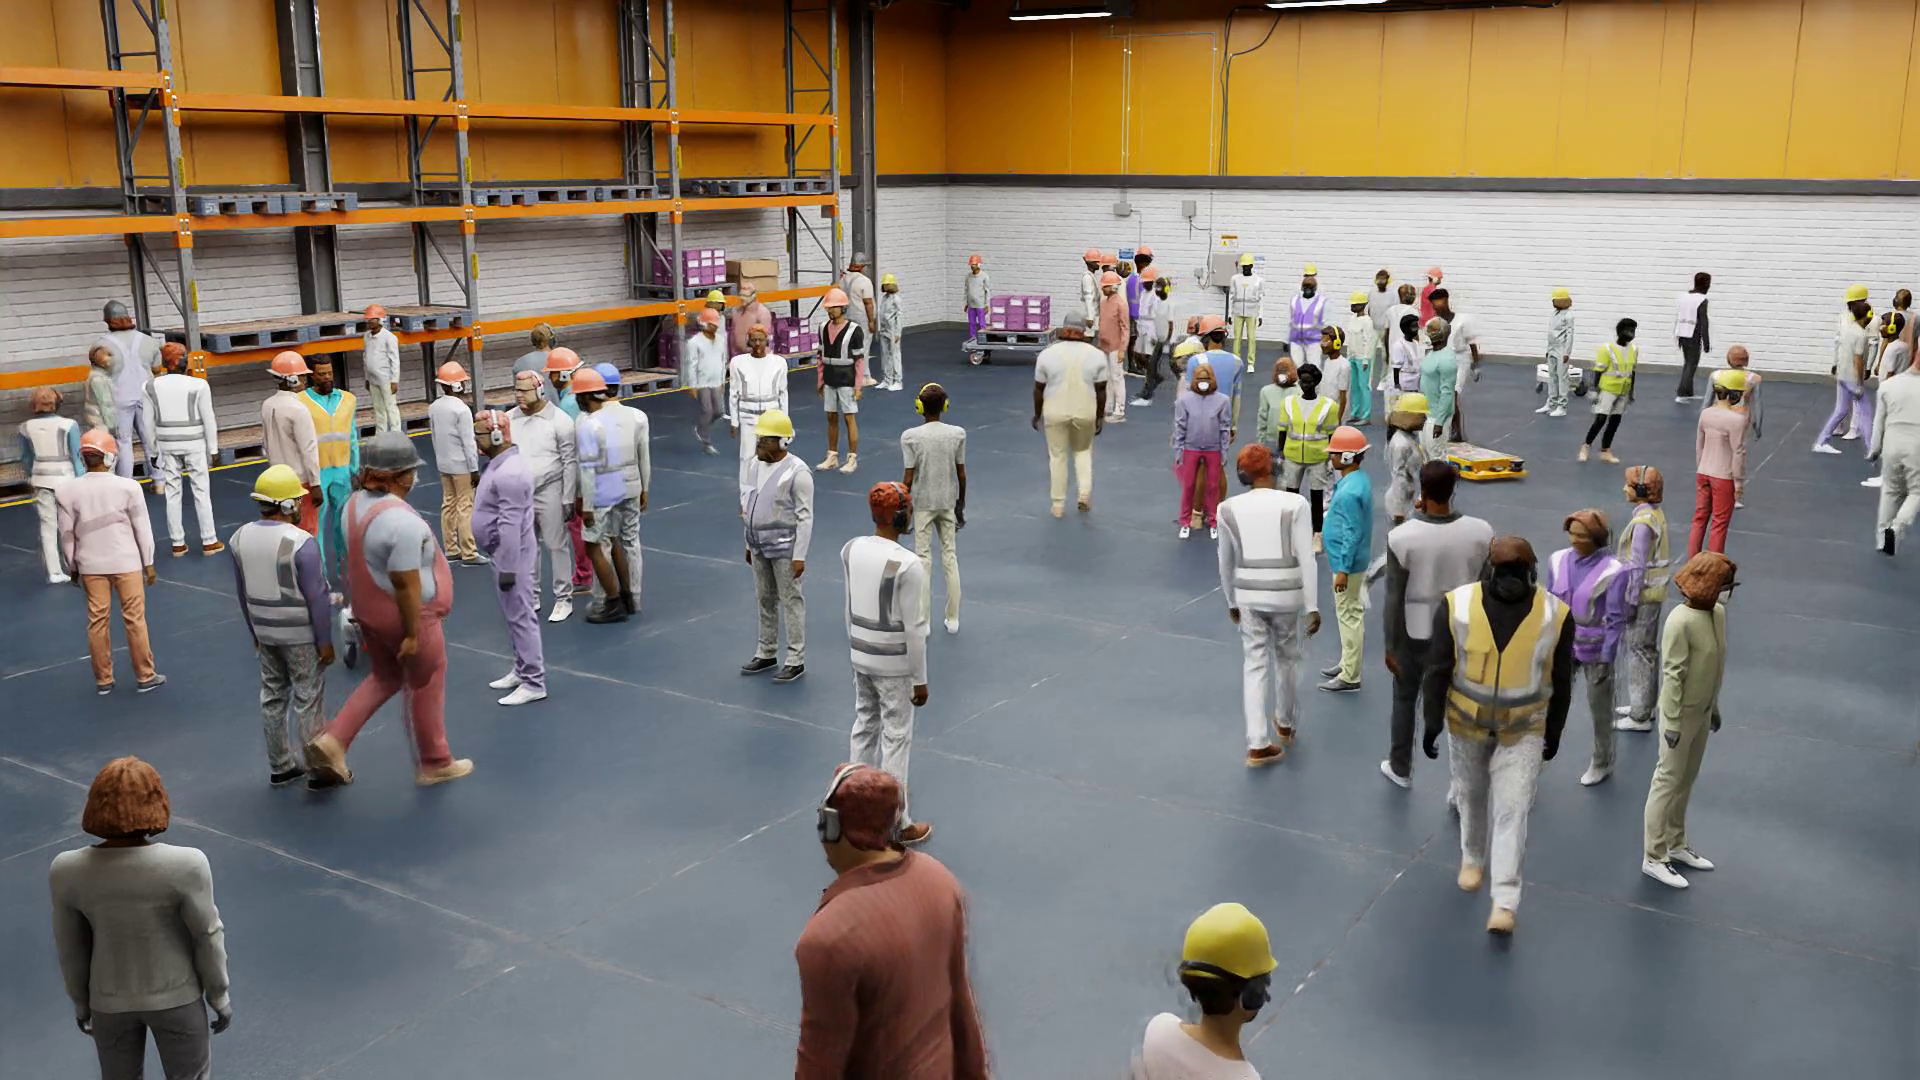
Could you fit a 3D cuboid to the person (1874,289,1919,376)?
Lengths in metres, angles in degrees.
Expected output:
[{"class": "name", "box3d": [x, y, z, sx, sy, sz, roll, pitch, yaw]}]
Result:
[{"class": "person", "box3d": [11.750, -2.225, 20.886, 0.505, 1.846, 0.346, -2, 13, -8]}]

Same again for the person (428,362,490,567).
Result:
[{"class": "person", "box3d": [-4.290, -0.649, 14.241, 0.560, 1.756, 0.318, 11, 17, 39]}]

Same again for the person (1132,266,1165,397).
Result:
[{"class": "person", "box3d": [2.771, -3.035, 24.265, 0.490, 1.910, 0.551, -6, 14, -24]}]

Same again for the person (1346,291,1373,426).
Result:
[{"class": "person", "box3d": [5.194, -2.375, 21.736, 0.349, 1.758, 0.522, -4, 13, -15]}]

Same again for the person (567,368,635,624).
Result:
[{"class": "person", "box3d": [-2.723, -0.339, 12.558, 0.437, 1.918, 0.554, 4, 14, 17]}]

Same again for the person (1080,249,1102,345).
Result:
[{"class": "person", "box3d": [2.085, -3.568, 26.276, 0.378, 2.041, 0.616, 1, 13, 6]}]

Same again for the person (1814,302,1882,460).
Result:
[{"class": "person", "box3d": [10.513, -1.868, 19.426, 0.734, 1.816, 0.598, 2, 13, 10]}]

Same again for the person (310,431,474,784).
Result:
[{"class": "person", "box3d": [-3.146, 0.396, 9.090, 0.682, 2.000, 0.789, 12, 17, 41]}]

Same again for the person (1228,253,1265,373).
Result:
[{"class": "person", "box3d": [4.643, -3.683, 27.029, 0.584, 1.927, 0.367, 5, 14, 21]}]

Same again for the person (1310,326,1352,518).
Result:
[{"class": "person", "box3d": [3.620, -1.149, 16.188, 0.324, 1.866, 0.498, -2, 13, -10]}]

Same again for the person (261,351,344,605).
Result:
[{"class": "person", "box3d": [-5.156, -0.470, 12.946, 0.608, 1.995, 0.376, 10, 16, 37]}]

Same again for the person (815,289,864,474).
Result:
[{"class": "person", "box3d": [-1.342, -1.749, 18.384, 0.606, 2.045, 0.389, 9, 16, 33]}]

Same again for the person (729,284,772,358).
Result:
[{"class": "person", "box3d": [-2.698, -2.342, 21.338, 0.662, 1.875, 0.632, 10, 17, 38]}]

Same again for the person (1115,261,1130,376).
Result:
[{"class": "person", "box3d": [2.543, -3.553, 26.676, 0.349, 1.837, 0.502, -1, 13, -6]}]

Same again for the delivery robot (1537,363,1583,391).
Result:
[{"class": "delivery robot", "box3d": [8.836, -2.453, 24.496, 0.477, 0.478, 0.707, -4, 13, -15]}]

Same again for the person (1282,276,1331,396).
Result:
[{"class": "person", "box3d": [4.852, -2.788, 23.353, 0.650, 1.833, 0.533, 8, 15, 30]}]

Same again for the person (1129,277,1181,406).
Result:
[{"class": "person", "box3d": [2.901, -2.784, 23.393, 0.993, 1.821, 0.524, -6, 14, -23]}]

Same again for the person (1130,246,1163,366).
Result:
[{"class": "person", "box3d": [2.996, -3.757, 27.128, 0.614, 2.034, 0.408, -6, 14, -24]}]

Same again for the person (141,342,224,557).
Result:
[{"class": "person", "box3d": [-6.807, -0.790, 14.571, 0.577, 1.885, 0.349, -2, 13, -9]}]

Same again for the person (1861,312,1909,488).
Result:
[{"class": "person", "box3d": [9.852, -1.482, 17.645, 0.348, 1.859, 0.508, 10, 17, 38]}]

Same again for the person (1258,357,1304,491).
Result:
[{"class": "person", "box3d": [3.045, -0.913, 15.660, 0.502, 1.632, 0.274, 6, 14, 23]}]

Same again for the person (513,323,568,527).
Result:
[{"class": "person", "box3d": [-3.887, -1.082, 15.725, 0.628, 1.940, 0.373, 4, 13, 15]}]

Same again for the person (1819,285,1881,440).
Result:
[{"class": "person", "box3d": [11.061, -2.200, 20.619, 0.392, 1.918, 0.589, -5, 14, -19]}]

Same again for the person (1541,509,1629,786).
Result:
[{"class": "person", "box3d": [3.346, 0.624, 9.061, 0.859, 1.591, 0.527, -9, 16, -36]}]

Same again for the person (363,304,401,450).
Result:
[{"class": "person", "box3d": [-6.900, -1.928, 19.790, 0.563, 1.755, 0.328, 9, 16, 33]}]

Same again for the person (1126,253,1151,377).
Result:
[{"class": "person", "box3d": [2.864, -3.577, 26.487, 0.367, 1.966, 0.607, -5, 14, -22]}]

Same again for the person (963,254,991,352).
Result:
[{"class": "person", "box3d": [0.284, -4.227, 29.772, 0.573, 1.748, 0.342, 10, 17, 38]}]

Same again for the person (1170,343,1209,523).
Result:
[{"class": "person", "box3d": [2.200, -0.997, 15.856, 0.455, 1.718, 0.602, 0, 13, 0]}]

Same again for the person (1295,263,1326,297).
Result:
[{"class": "person", "box3d": [5.717, -3.648, 27.259, 0.528, 1.761, 0.339, 7, 15, 27]}]

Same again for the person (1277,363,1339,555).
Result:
[{"class": "person", "box3d": [3.049, -0.714, 14.655, 0.542, 1.695, 0.316, 6, 14, 23]}]

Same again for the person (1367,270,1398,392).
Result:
[{"class": "person", "box3d": [6.228, -3.077, 24.649, 0.539, 1.812, 0.991, 8, 15, 30]}]

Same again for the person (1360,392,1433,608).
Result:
[{"class": "person", "box3d": [3.319, -0.268, 12.654, 0.479, 1.720, 0.515, 6, 14, 23]}]

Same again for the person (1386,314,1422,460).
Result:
[{"class": "person", "box3d": [5.132, -1.758, 19.183, 0.320, 1.698, 0.531, 11, 17, 40]}]

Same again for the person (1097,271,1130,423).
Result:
[{"class": "person", "box3d": [1.986, -2.546, 21.954, 0.397, 1.990, 0.622, -6, 14, -26]}]

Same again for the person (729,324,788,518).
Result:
[{"class": "person", "box3d": [-1.951, -1.154, 16.156, 0.573, 1.883, 0.353, -3, 13, -12]}]

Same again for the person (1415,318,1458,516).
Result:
[{"class": "person", "box3d": [4.625, -1.196, 16.219, 0.372, 1.940, 0.631, 0, 13, -1]}]

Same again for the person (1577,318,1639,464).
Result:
[{"class": "person", "box3d": [7.416, -1.695, 18.953, 0.585, 1.678, 0.412, -5, 14, -20]}]

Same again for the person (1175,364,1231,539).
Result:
[{"class": "person", "box3d": [2.219, -0.805, 15.216, 0.499, 1.625, 0.298, 2, 13, 7]}]
